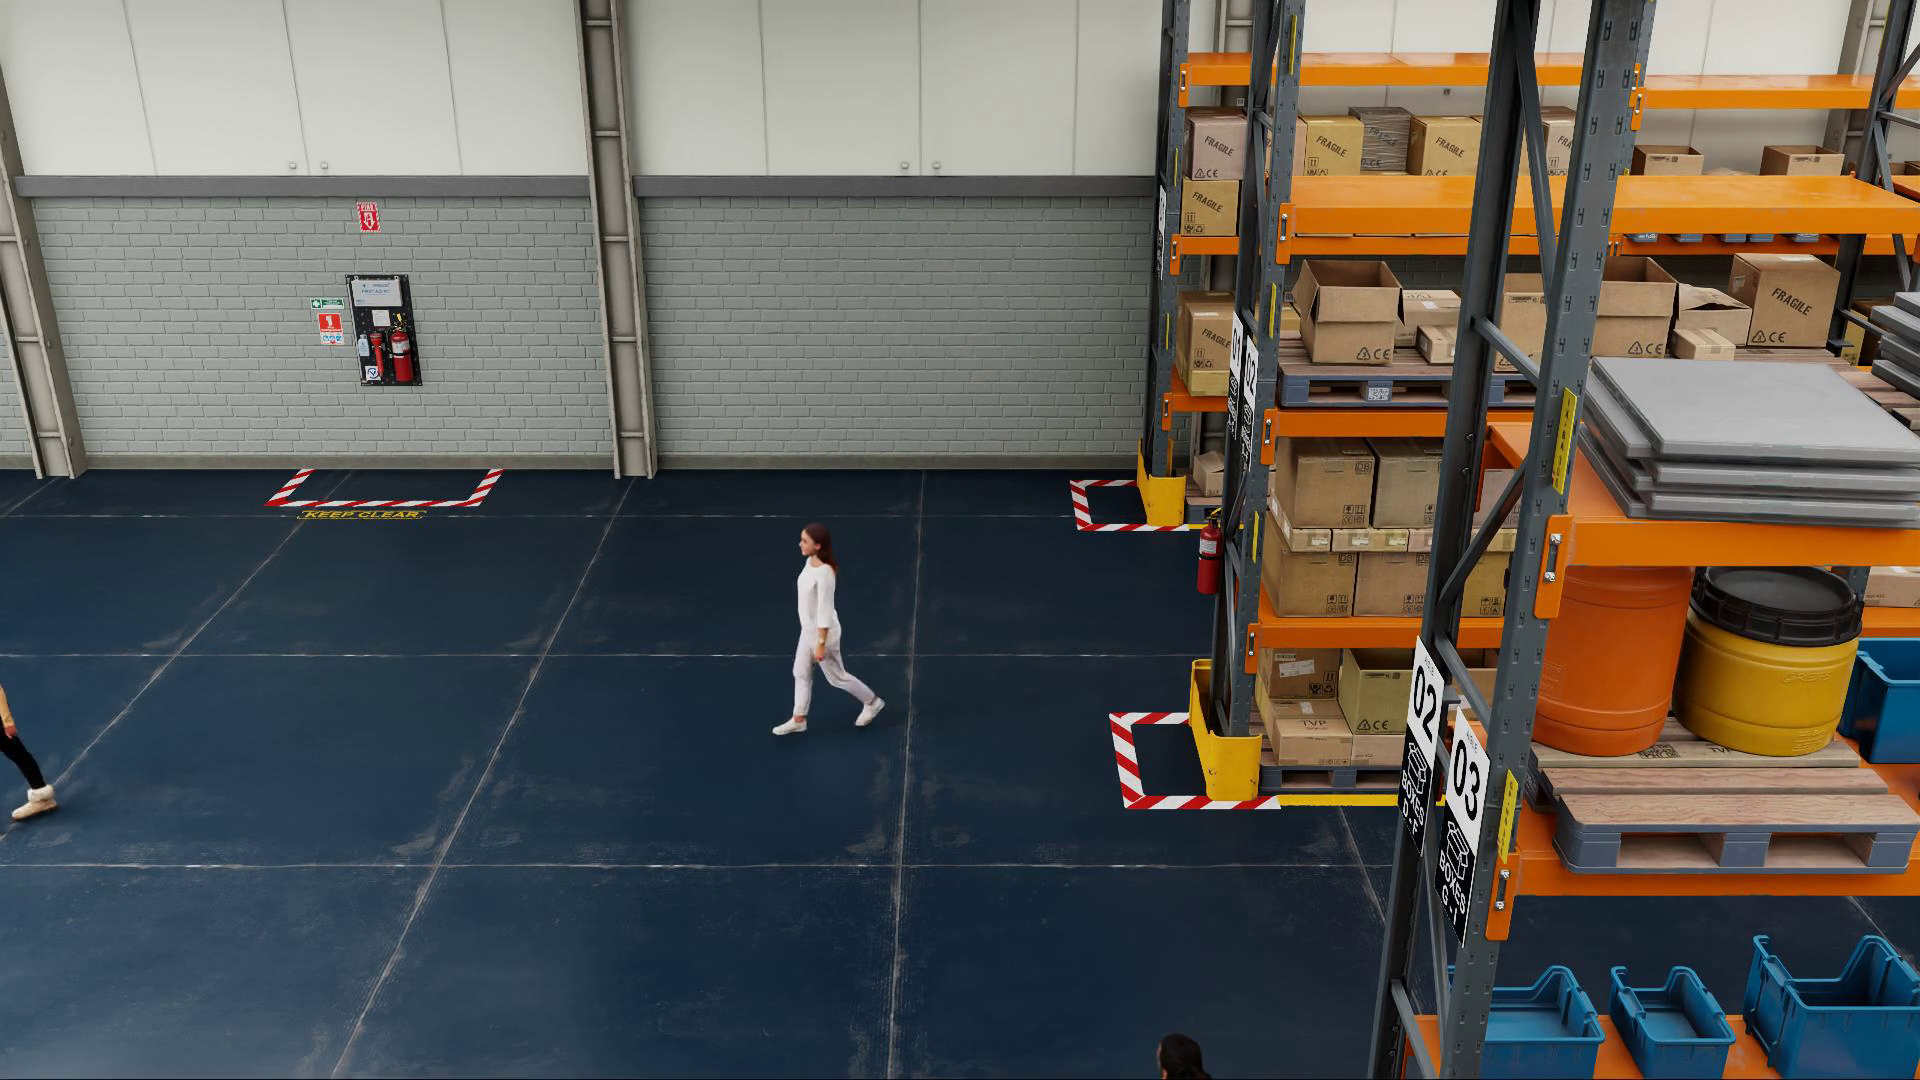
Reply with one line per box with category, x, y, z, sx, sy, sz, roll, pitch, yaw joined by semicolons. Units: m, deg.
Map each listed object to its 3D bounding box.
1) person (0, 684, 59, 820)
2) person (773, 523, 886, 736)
person;-6.323;1.136;10.986;1.057;1.634;0.961;-18;29;-36
person;-0.928;0.659;12.077;1.157;1.657;0.890;-9;25;-21
